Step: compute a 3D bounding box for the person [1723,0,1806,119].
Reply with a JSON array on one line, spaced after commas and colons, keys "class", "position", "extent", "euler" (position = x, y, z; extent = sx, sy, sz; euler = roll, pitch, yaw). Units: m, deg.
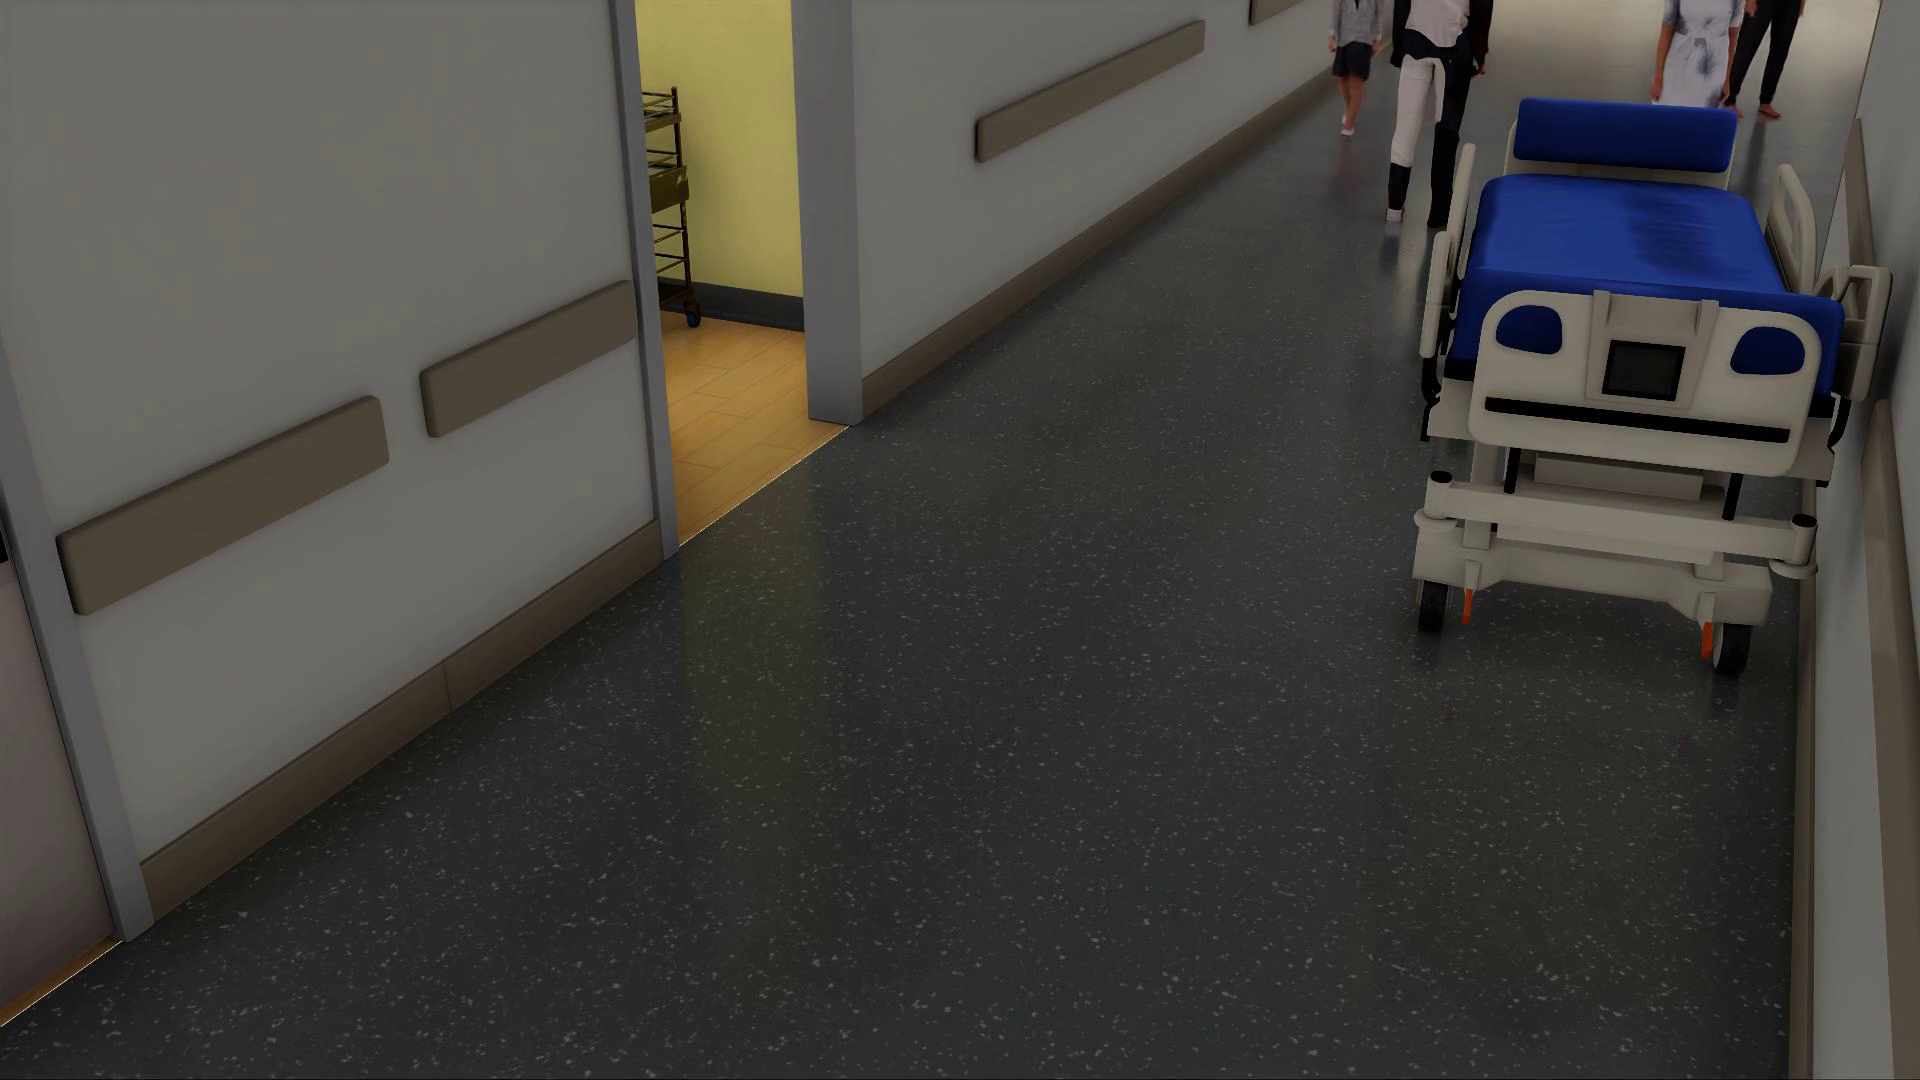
[{"class": "person", "position": [5.816, -3.907, 11.853], "extent": [0.640, 1.724, 0.755], "euler": [-3, 26, -5]}]

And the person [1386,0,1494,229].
[{"class": "person", "position": [2.620, -2.688, 9.130], "extent": [0.552, 1.892, 0.770], "euler": [15, 30, 28]}]

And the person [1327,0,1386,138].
[{"class": "person", "position": [2.727, -3.447, 11.425], "extent": [0.789, 1.259, 0.574], "euler": [11, 28, 22]}]

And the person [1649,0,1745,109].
[{"class": "person", "position": [3.888, -2.476, 8.854], "extent": [0.538, 1.751, 0.681], "euler": [3, 26, 6]}]
